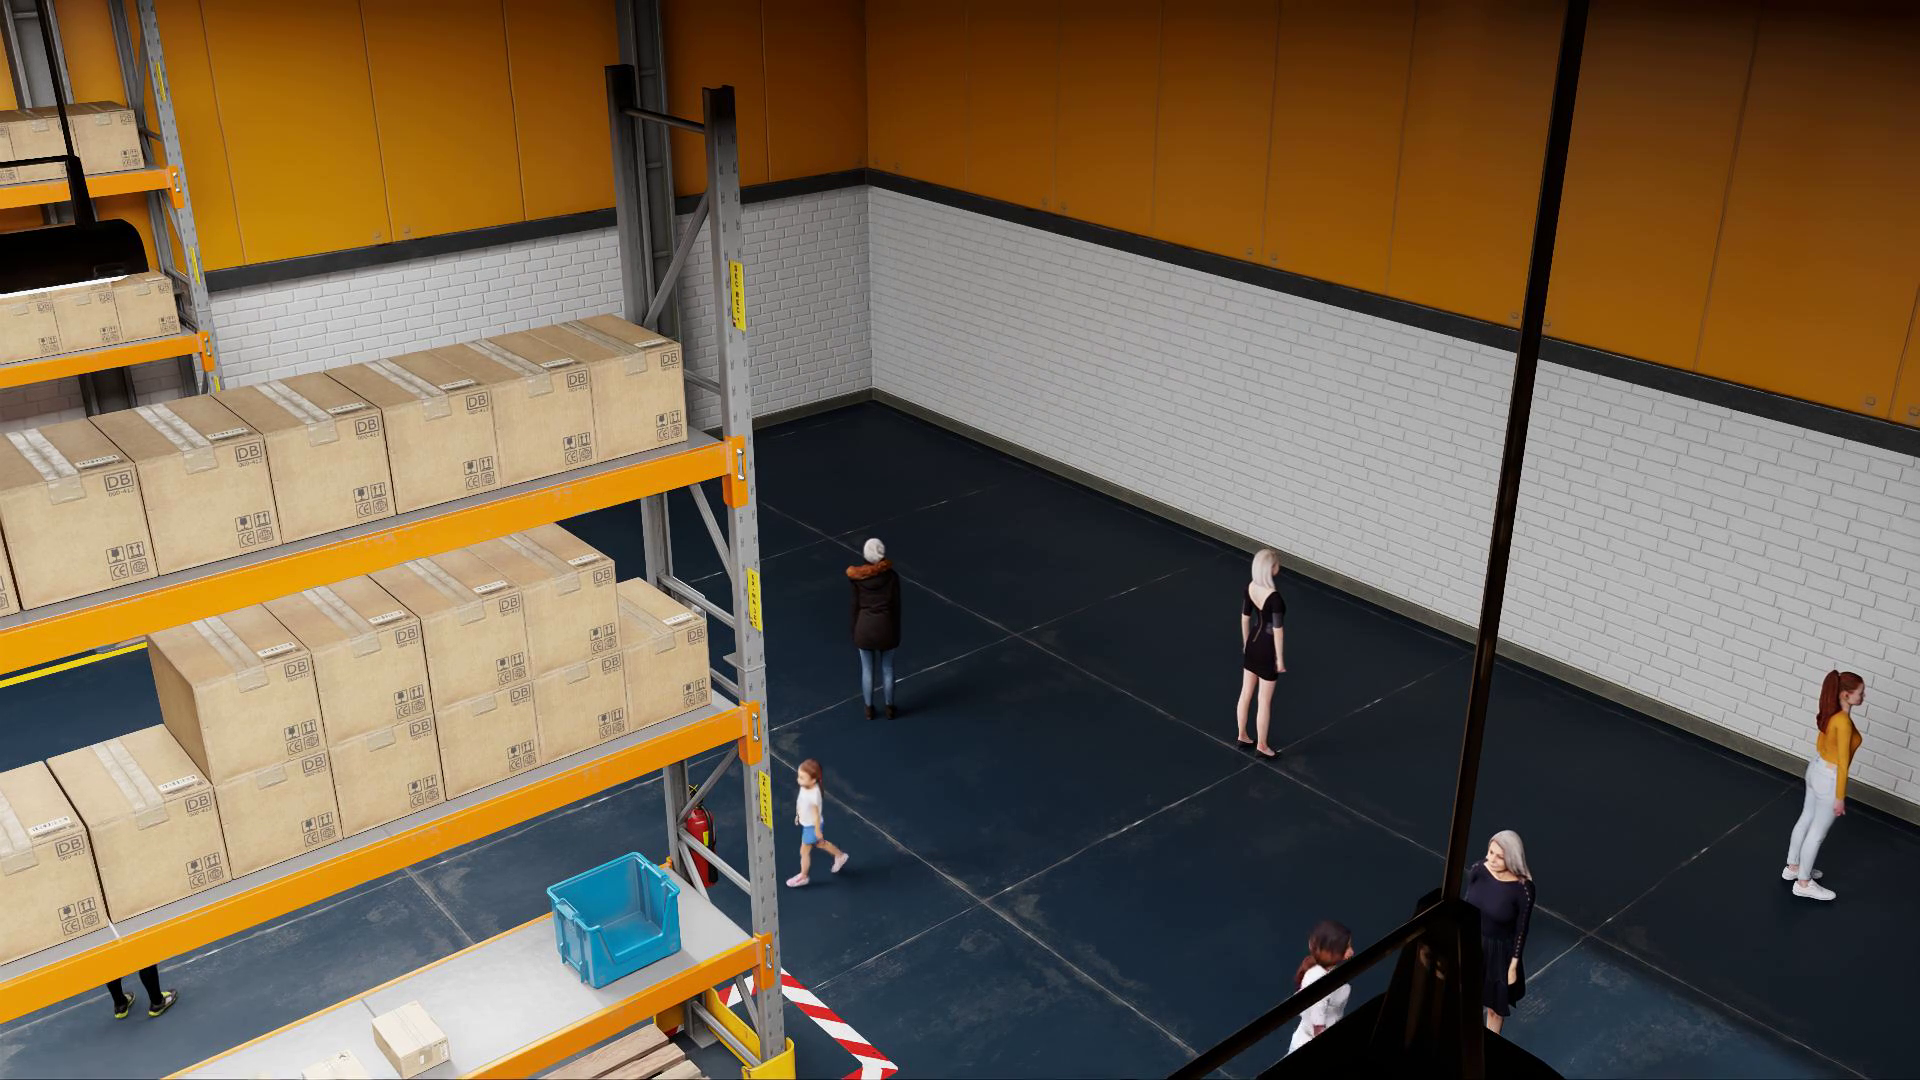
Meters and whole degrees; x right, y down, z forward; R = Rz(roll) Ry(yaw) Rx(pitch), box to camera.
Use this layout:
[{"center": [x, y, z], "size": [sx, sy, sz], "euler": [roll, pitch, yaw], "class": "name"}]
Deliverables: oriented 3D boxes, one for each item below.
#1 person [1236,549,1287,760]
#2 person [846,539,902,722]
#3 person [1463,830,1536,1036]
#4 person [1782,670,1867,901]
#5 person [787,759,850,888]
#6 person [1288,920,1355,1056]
[{"center": [2.437, 0.917, 13.453], "size": [0.536, 1.829, 0.604], "euler": [-14, 27, -29], "class": "person"}, {"center": [-0.701, 0.757, 14.064], "size": [0.695, 1.631, 0.777], "euler": [-2, 24, -3], "class": "person"}, {"center": [3.160, 2.492, 9.954], "size": [0.566, 1.746, 0.607], "euler": [-21, 31, -39], "class": "person"}, {"center": [6.113, 1.708, 11.740], "size": [0.751, 1.751, 0.682], "euler": [4, 24, 8], "class": "person"}, {"center": [-1.022, 2.012, 11.972], "size": [0.756, 1.007, 0.577], "euler": [-7, 25, -16], "class": "person"}, {"center": [1.894, 2.846, 9.230], "size": [0.873, 1.677, 1.139], "euler": [15, 28, 31], "class": "person"}]
